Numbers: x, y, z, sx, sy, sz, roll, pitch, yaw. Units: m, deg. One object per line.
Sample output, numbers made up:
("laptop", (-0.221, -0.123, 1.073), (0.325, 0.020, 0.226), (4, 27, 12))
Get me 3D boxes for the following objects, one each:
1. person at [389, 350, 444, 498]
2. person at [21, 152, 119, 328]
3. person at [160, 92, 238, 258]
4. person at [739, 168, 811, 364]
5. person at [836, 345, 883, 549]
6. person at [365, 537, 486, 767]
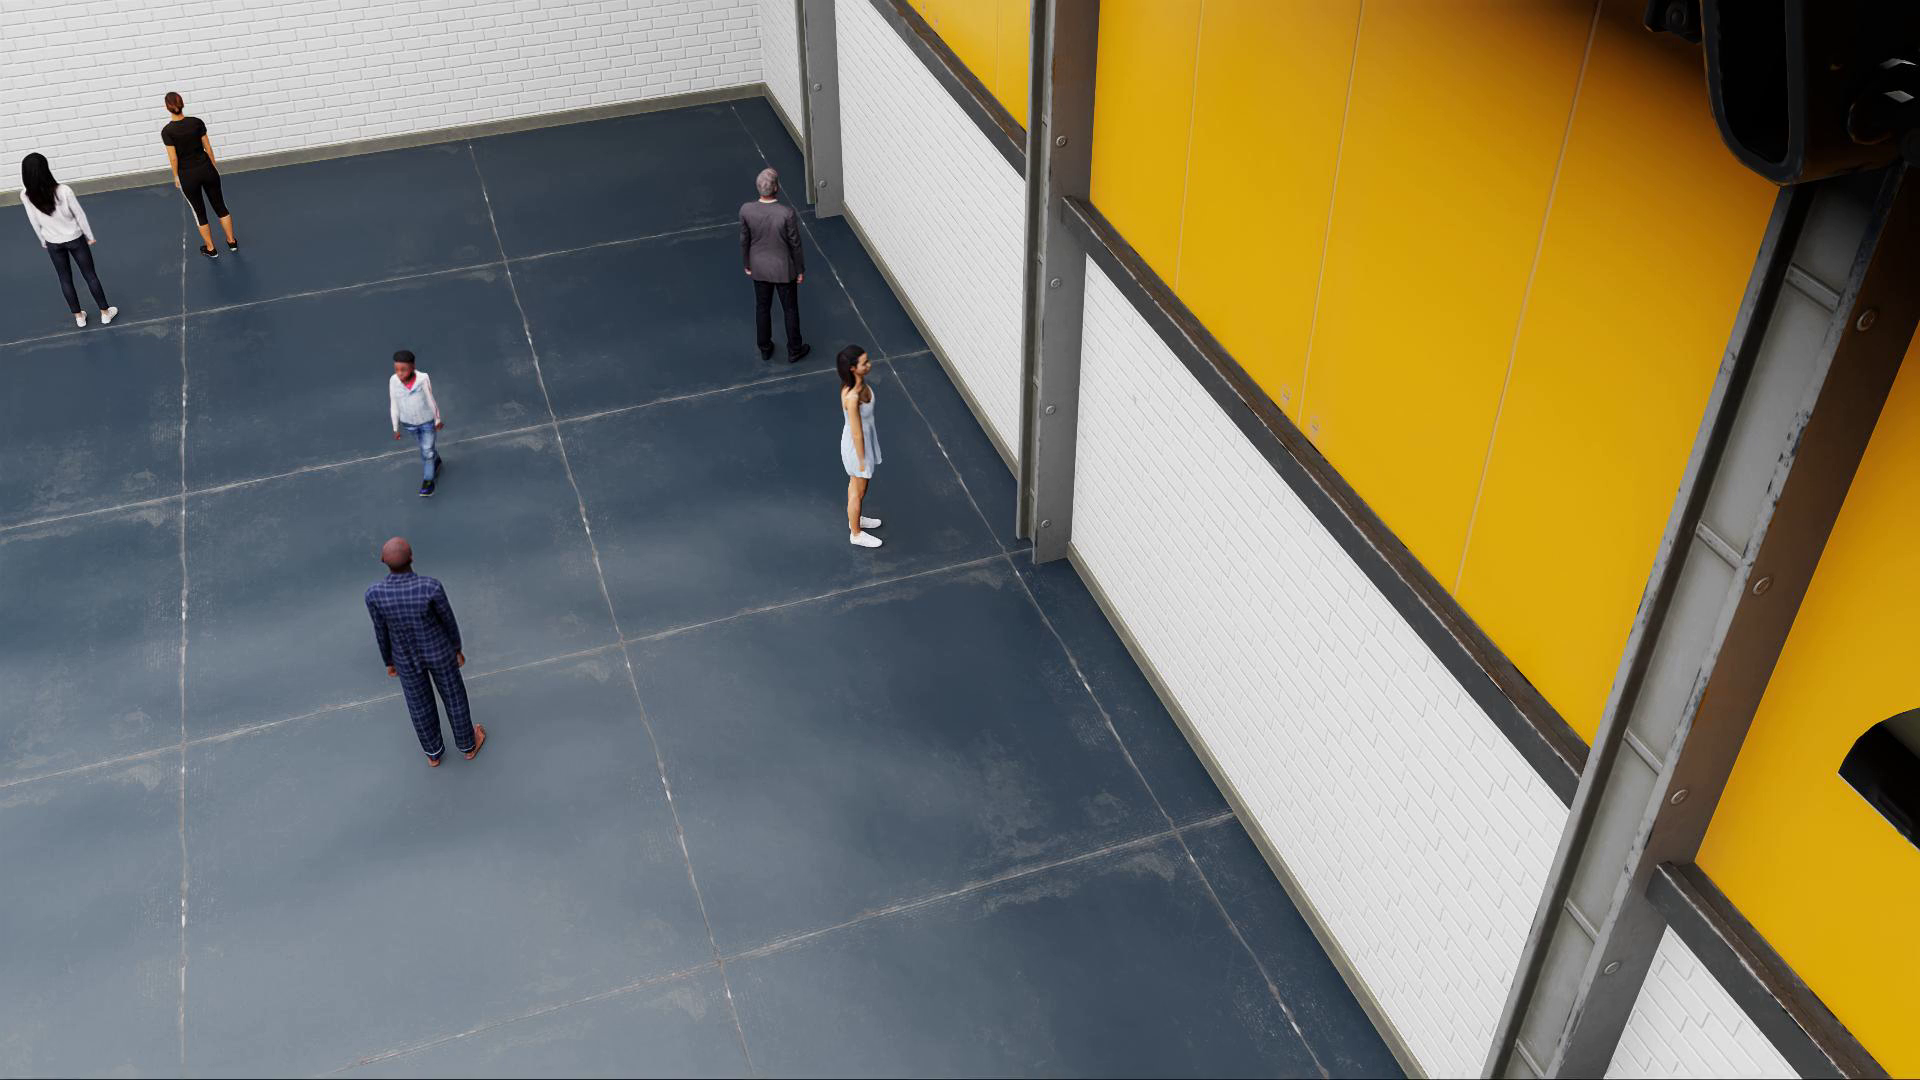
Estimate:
("person", (-4.313, -1.010, 13.322), (0.714, 1.229, 0.908), (3, 39, 3))
("person", (-8.131, -2.727, 15.094), (0.633, 1.701, 0.582), (-9, 39, -11))
("person", (-7.423, -3.564, 16.168), (0.649, 1.669, 0.632), (-30, 47, -32))
("person", (-1.629, -2.406, 14.580), (0.814, 1.841, 0.802), (7, 39, 9))
("person", (-0.772, -0.726, 12.565), (0.713, 1.731, 0.575), (0, 39, 0))
("person", (-3.448, 0.719, 10.685), (0.687, 1.818, 0.630), (-8, 39, -10))
